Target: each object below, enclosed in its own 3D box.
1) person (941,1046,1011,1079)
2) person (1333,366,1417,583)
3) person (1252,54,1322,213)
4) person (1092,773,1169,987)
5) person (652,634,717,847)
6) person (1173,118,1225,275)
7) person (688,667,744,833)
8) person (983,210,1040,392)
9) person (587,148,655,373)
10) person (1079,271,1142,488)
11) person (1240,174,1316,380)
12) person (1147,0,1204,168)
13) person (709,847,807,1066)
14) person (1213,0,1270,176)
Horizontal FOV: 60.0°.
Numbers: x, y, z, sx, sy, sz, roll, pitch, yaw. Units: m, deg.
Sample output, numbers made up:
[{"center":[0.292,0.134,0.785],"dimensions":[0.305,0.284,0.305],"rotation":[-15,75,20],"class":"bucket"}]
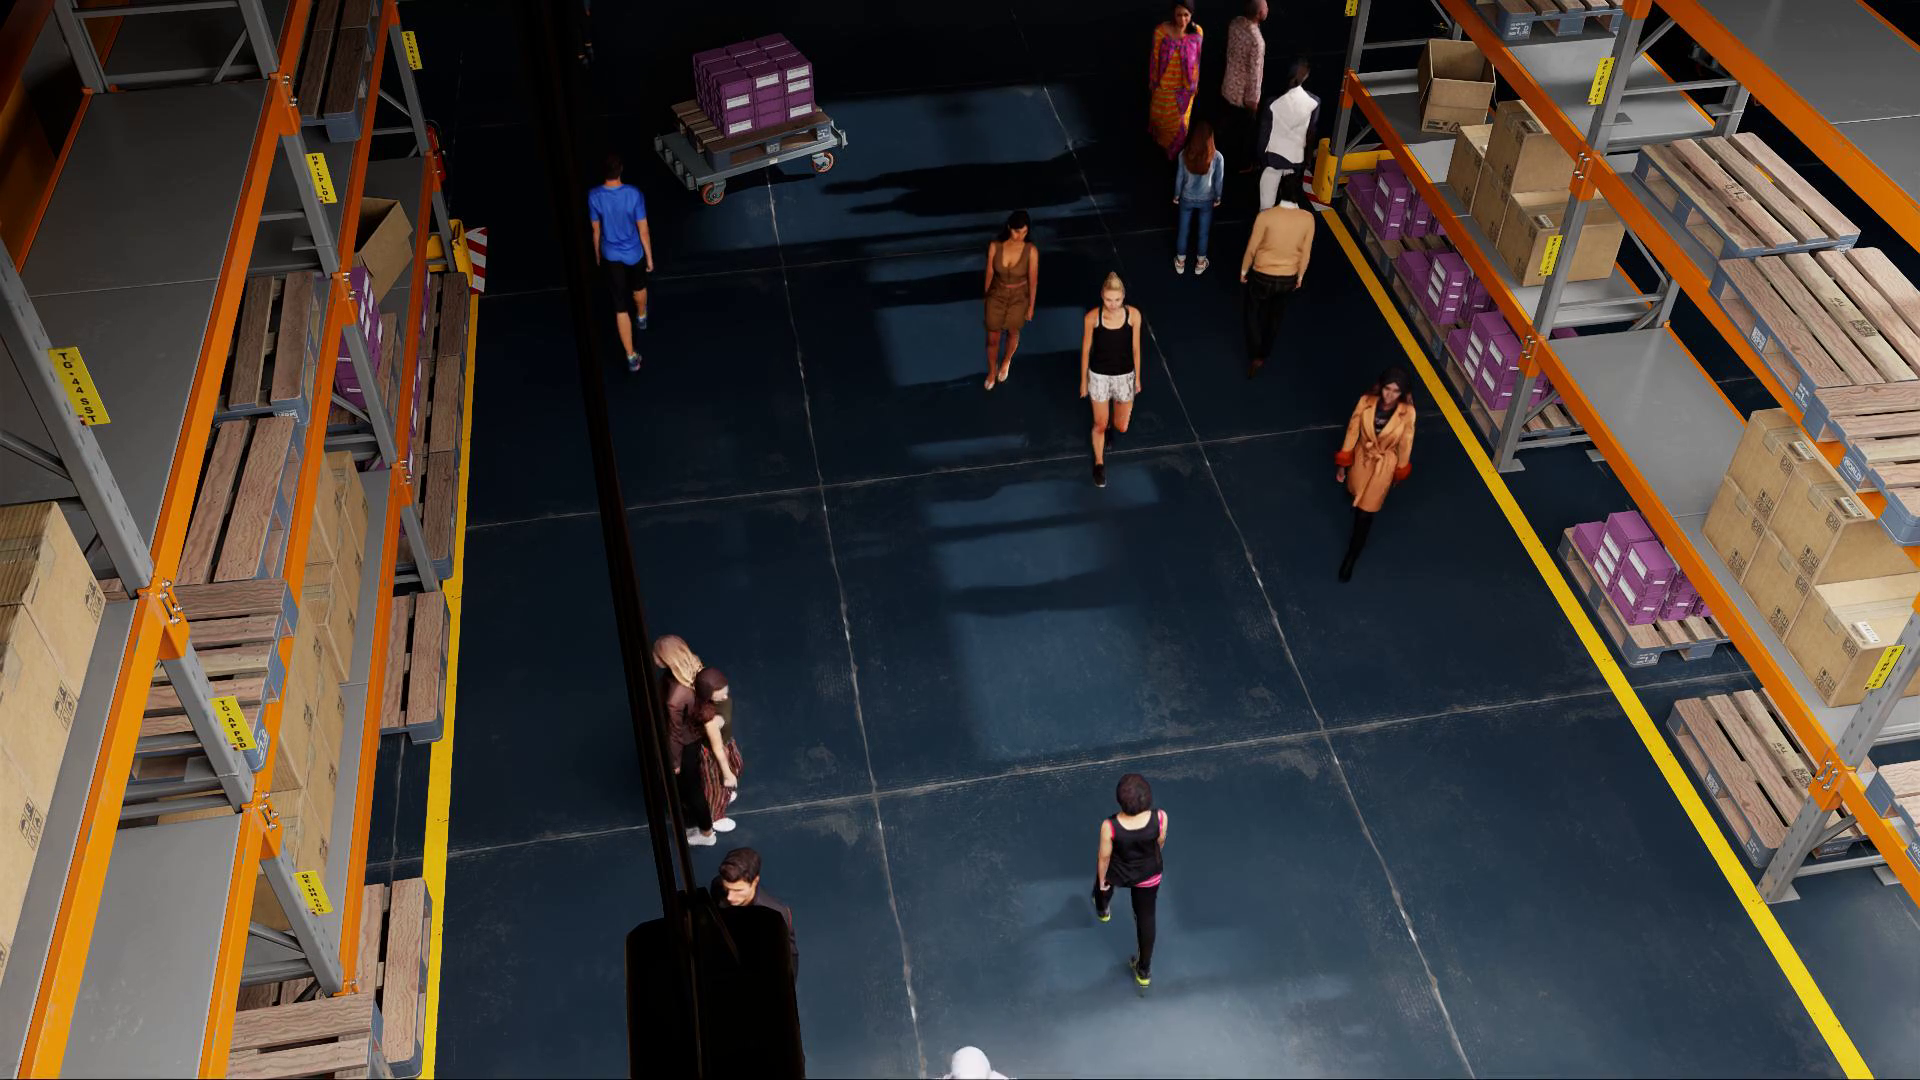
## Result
[{"center":[0.041,2.874,8.044],"dimensions":[0.648,1.759,0.944],"rotation":[-4,44,-4],"class":"person"},{"center":[2.907,-0.558,11.696],"dimensions":[1.102,1.691,1.197],"rotation":[21,48,21],"class":"person"},{"center":[2.813,-3.312,14.441],"dimensions":[0.713,1.892,0.644],"rotation":[0,44,0],"class":"person"},{"center":[0.977,1.872,9.267],"dimensions":[0.608,1.524,0.983],"rotation":[-2,44,-3],"class":"person"},{"center":[-1.588,1.189,9.854],"dimensions":[0.735,1.703,0.575],"rotation":[5,44,5],"class":"person"},{"center":[2.046,-2.960,14.371],"dimensions":[0.627,1.478,0.608],"rotation":[7,44,7],"class":"person"},{"center":[-1.518,1.238,9.933],"dimensions":[0.697,1.521,0.562],"rotation":[-11,45,-11],"class":"person"},{"center":[0.413,-1.943,13.170],"dimensions":[0.698,1.663,0.734],"rotation":[9,44,10],"class":"person"},{"center":[-2.706,-2.214,13.337],"dimensions":[0.607,1.826,1.197],"rotation":[-7,44,-7],"class":"person"},{"center":[1.106,-1.261,12.334],"dimensions":[0.668,1.830,0.828],"rotation":[-2,44,-2],"class":"person"},{"center":[2.506,-2.056,13.235],"dimensions":[0.756,1.737,0.958],"rotation":[-3,44,-3],"class":"person"},{"center":[2.035,-4.385,15.738],"dimensions":[0.713,1.658,0.911],"rotation":[-1,44,-1],"class":"person"},{"center":[-1.053,2.210,8.607],"dimensions":[0.759,1.944,0.852],"rotation":[32,52,29],"class":"person"},{"center":[2.550,-4.183,15.431],"dimensions":[0.915,1.787,0.977],"rotation":[-17,46,-17],"class":"person"}]
